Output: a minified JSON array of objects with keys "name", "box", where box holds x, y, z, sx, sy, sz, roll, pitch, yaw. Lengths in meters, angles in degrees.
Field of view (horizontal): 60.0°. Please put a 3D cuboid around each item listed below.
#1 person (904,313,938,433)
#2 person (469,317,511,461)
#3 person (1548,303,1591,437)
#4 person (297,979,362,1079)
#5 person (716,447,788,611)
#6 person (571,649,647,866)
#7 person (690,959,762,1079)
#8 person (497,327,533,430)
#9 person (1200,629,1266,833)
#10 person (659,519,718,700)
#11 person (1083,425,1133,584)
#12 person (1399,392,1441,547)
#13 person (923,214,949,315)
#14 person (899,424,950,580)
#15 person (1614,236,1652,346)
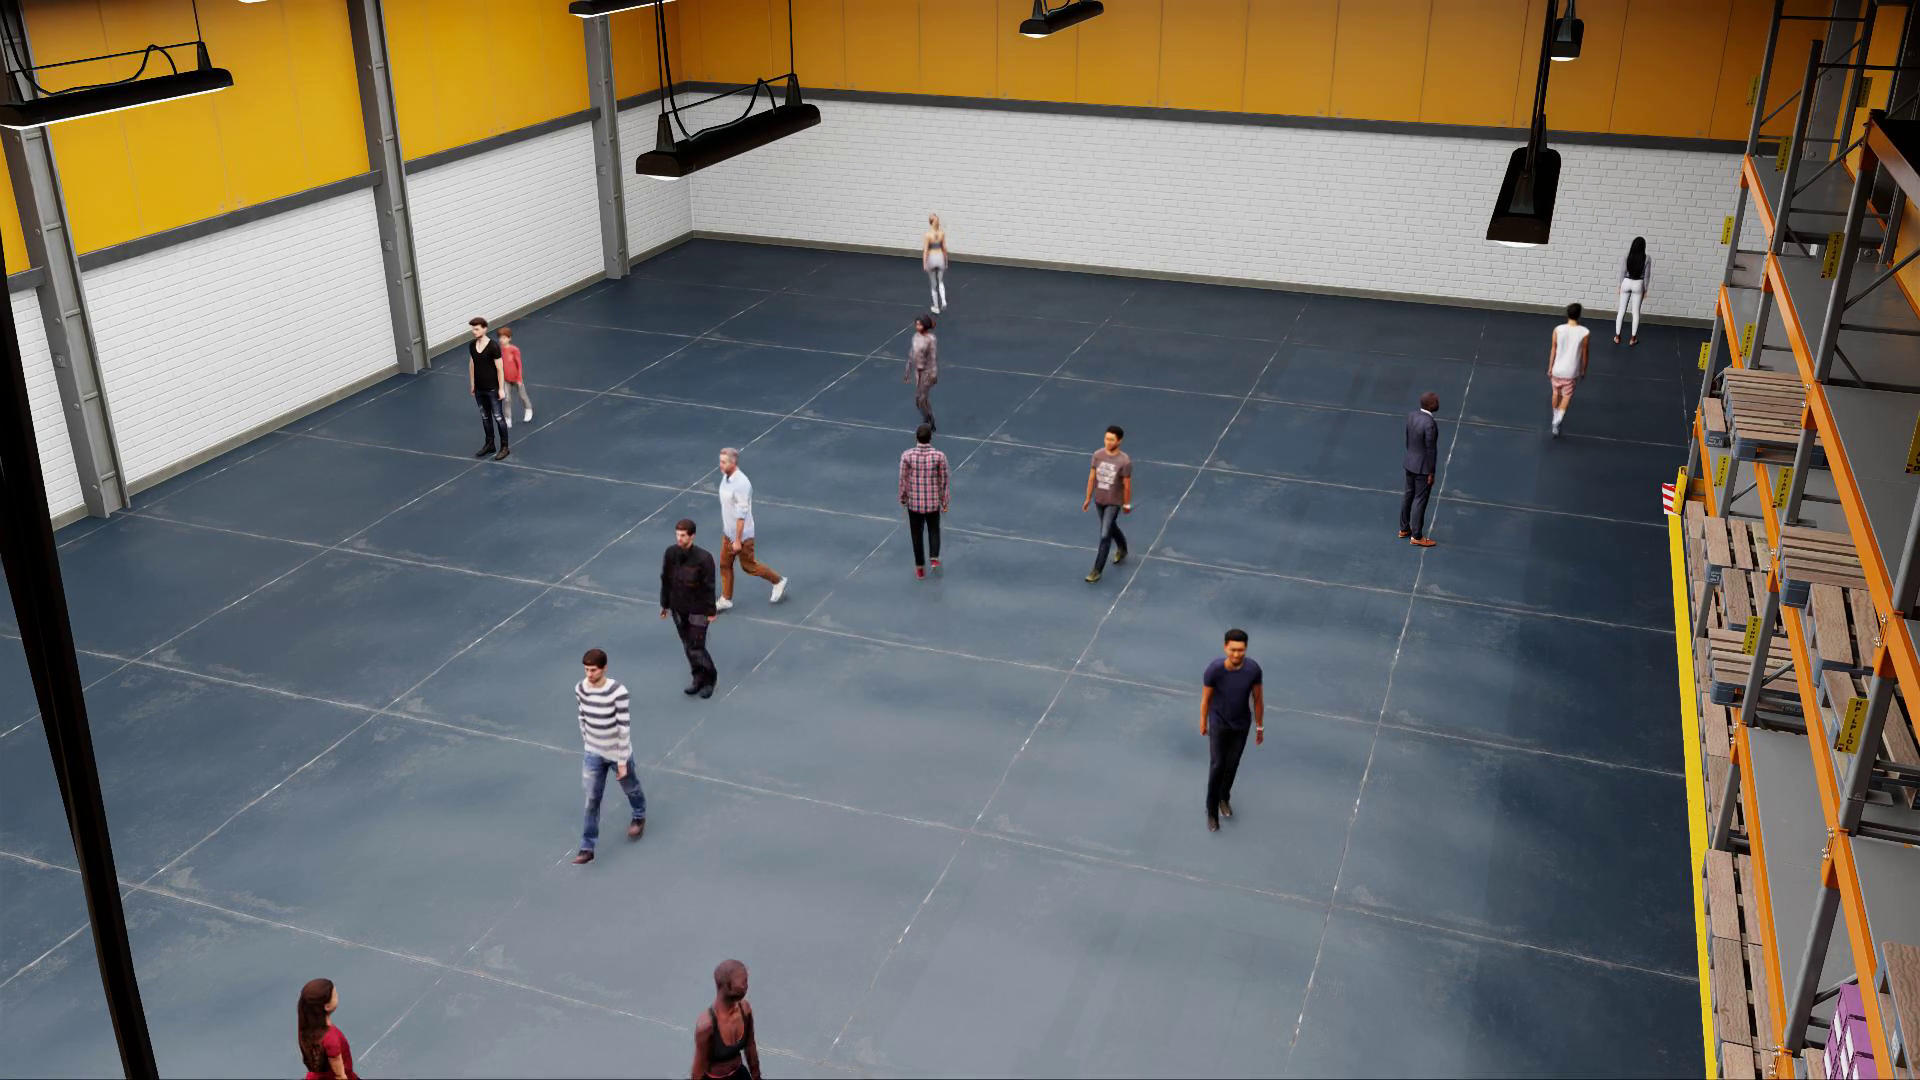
[{"name":"person","box":[-0.412,-2.261,22.581,0.767,1.703,0.704,-18,30,-36]},{"name":"person","box":[-6.165,-2.004,21.753,0.698,1.895,0.567,10,26,22]},{"name":"person","box":[8.209,-2.294,22.584,0.714,1.760,1.104,12,26,25]},{"name":"person","box":[-3.825,3.340,9.969,0.707,1.541,0.834,21,31,39]},{"name":"person","box":[-2.261,-0.115,17.549,1.226,1.801,1.094,-15,28,-31]},{"name":"person","box":[-2.785,1.673,13.457,0.718,1.803,1.162,6,24,14]},{"name":"person","box":[-1.446,3.277,9.869,0.687,1.737,0.885,-13,27,-28]},{"name":"person","box":[-6.153,-2.262,22.972,0.639,1.391,1.000,4,24,9]},{"name":"person","box":[2.250,1.503,13.883,0.803,1.773,0.881,0,24,-1]},{"name":"person","box":[-2.507,0.617,15.842,0.762,1.826,0.693,13,27,27]},{"name":"person","box":[1.694,-0.449,18.391,0.883,1.738,1.217,18,29,35]},{"name":"person","box":[5.311,-0.841,19.180,0.855,1.824,0.750,-6,24,-13]},{"name":"person","box":[-0.372,-4.627,28.003,0.750,1.695,0.810,-10,25,-21]},{"name":"person","box":[-0.399,-0.396,18.262,0.876,1.744,0.953,-2,24,-4]},{"name":"person","box":[10.720,-3.992,26.514,0.626,1.724,0.574,13,27,27]}]
